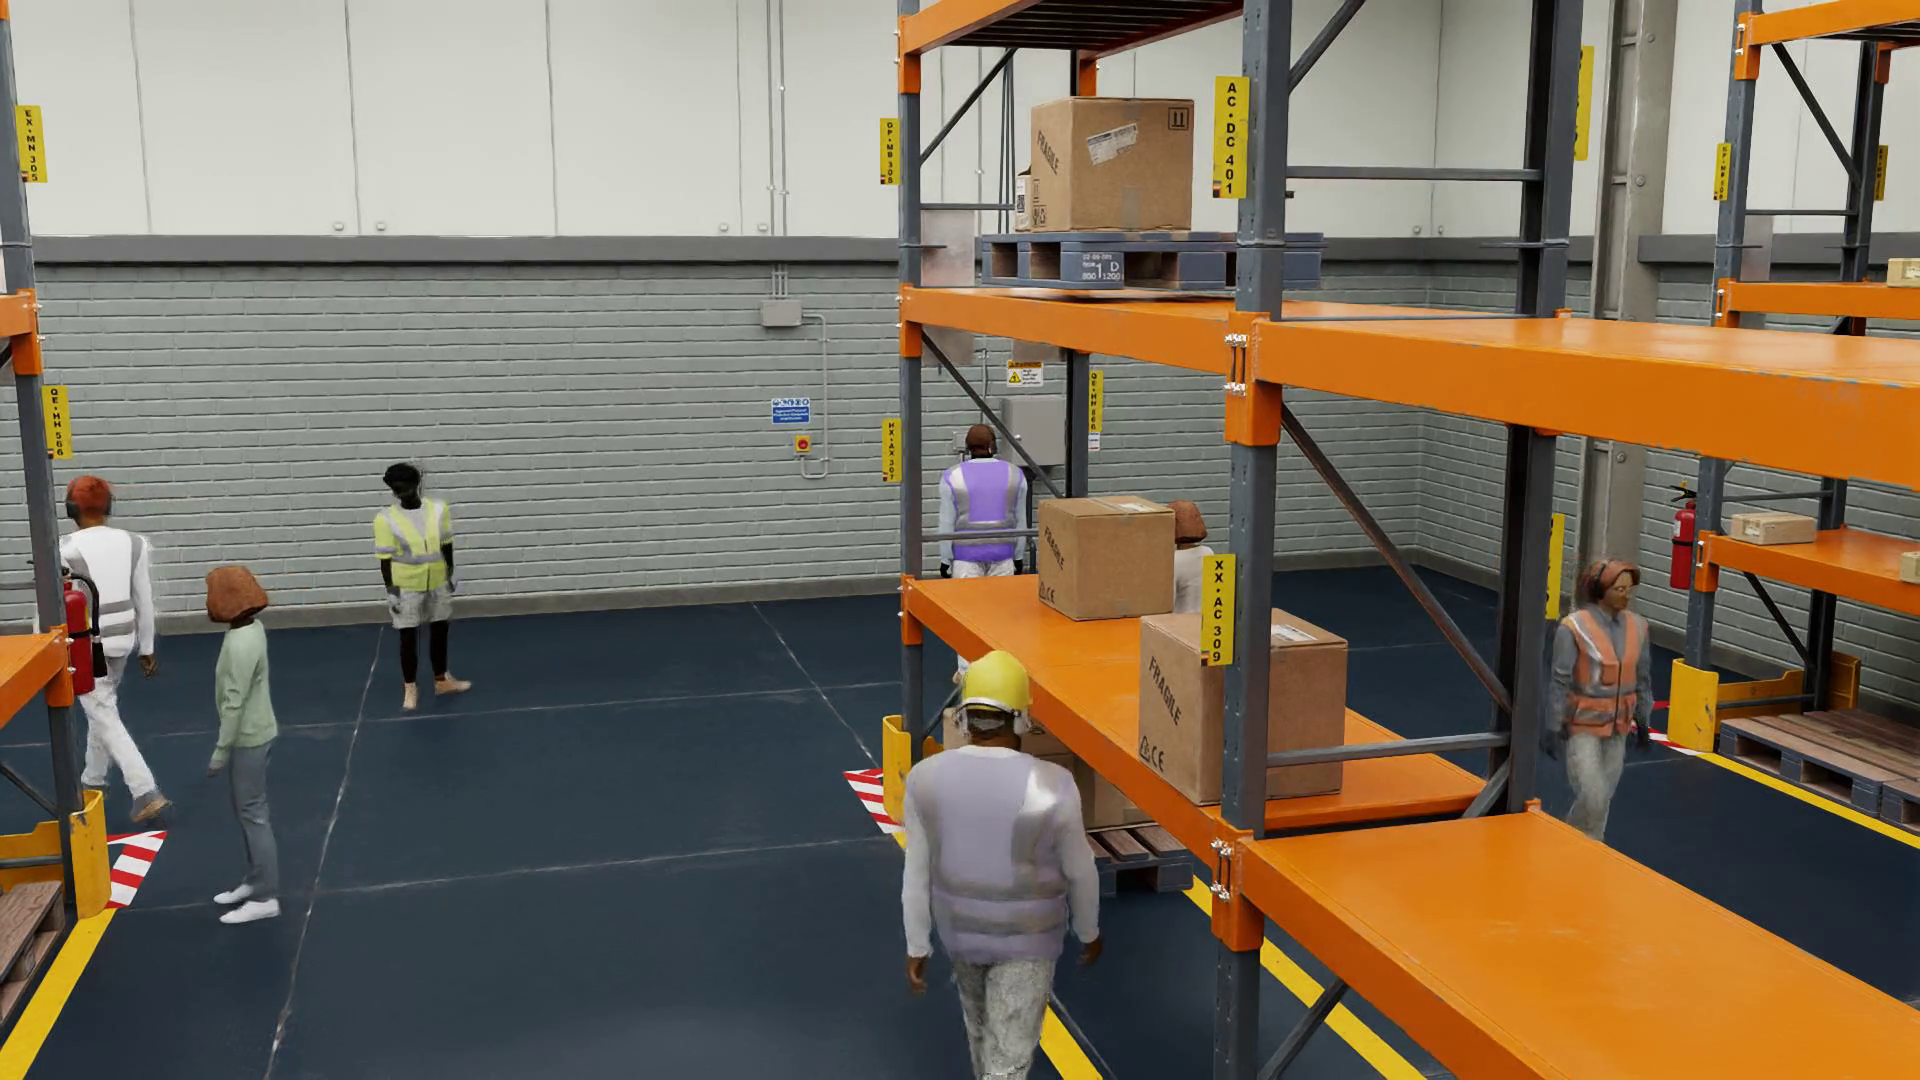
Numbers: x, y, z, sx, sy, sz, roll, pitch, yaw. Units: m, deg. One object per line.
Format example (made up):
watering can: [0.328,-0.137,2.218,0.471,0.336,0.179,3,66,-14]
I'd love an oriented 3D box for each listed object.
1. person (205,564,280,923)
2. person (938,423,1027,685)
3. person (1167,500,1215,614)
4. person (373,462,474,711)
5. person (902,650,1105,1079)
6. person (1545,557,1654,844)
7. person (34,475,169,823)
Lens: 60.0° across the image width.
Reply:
person: [-3.260,0.916,7.524,0.326,1.631,0.509,-4,11,-21]
person: [0.149,0.113,11.508,0.624,1.841,0.430,-2,10,-11]
person: [1.251,0.584,9.406,0.285,1.633,0.500,9,13,40]
person: [-3.539,0.289,11.005,0.367,1.659,0.685,9,13,41]
person: [0.128,1.235,5.285,0.598,1.787,0.897,5,11,25]
person: [2.963,0.884,7.693,0.543,1.622,0.372,-4,11,-23]
person: [-4.572,0.574,8.882,0.955,1.850,0.589,5,11,27]
